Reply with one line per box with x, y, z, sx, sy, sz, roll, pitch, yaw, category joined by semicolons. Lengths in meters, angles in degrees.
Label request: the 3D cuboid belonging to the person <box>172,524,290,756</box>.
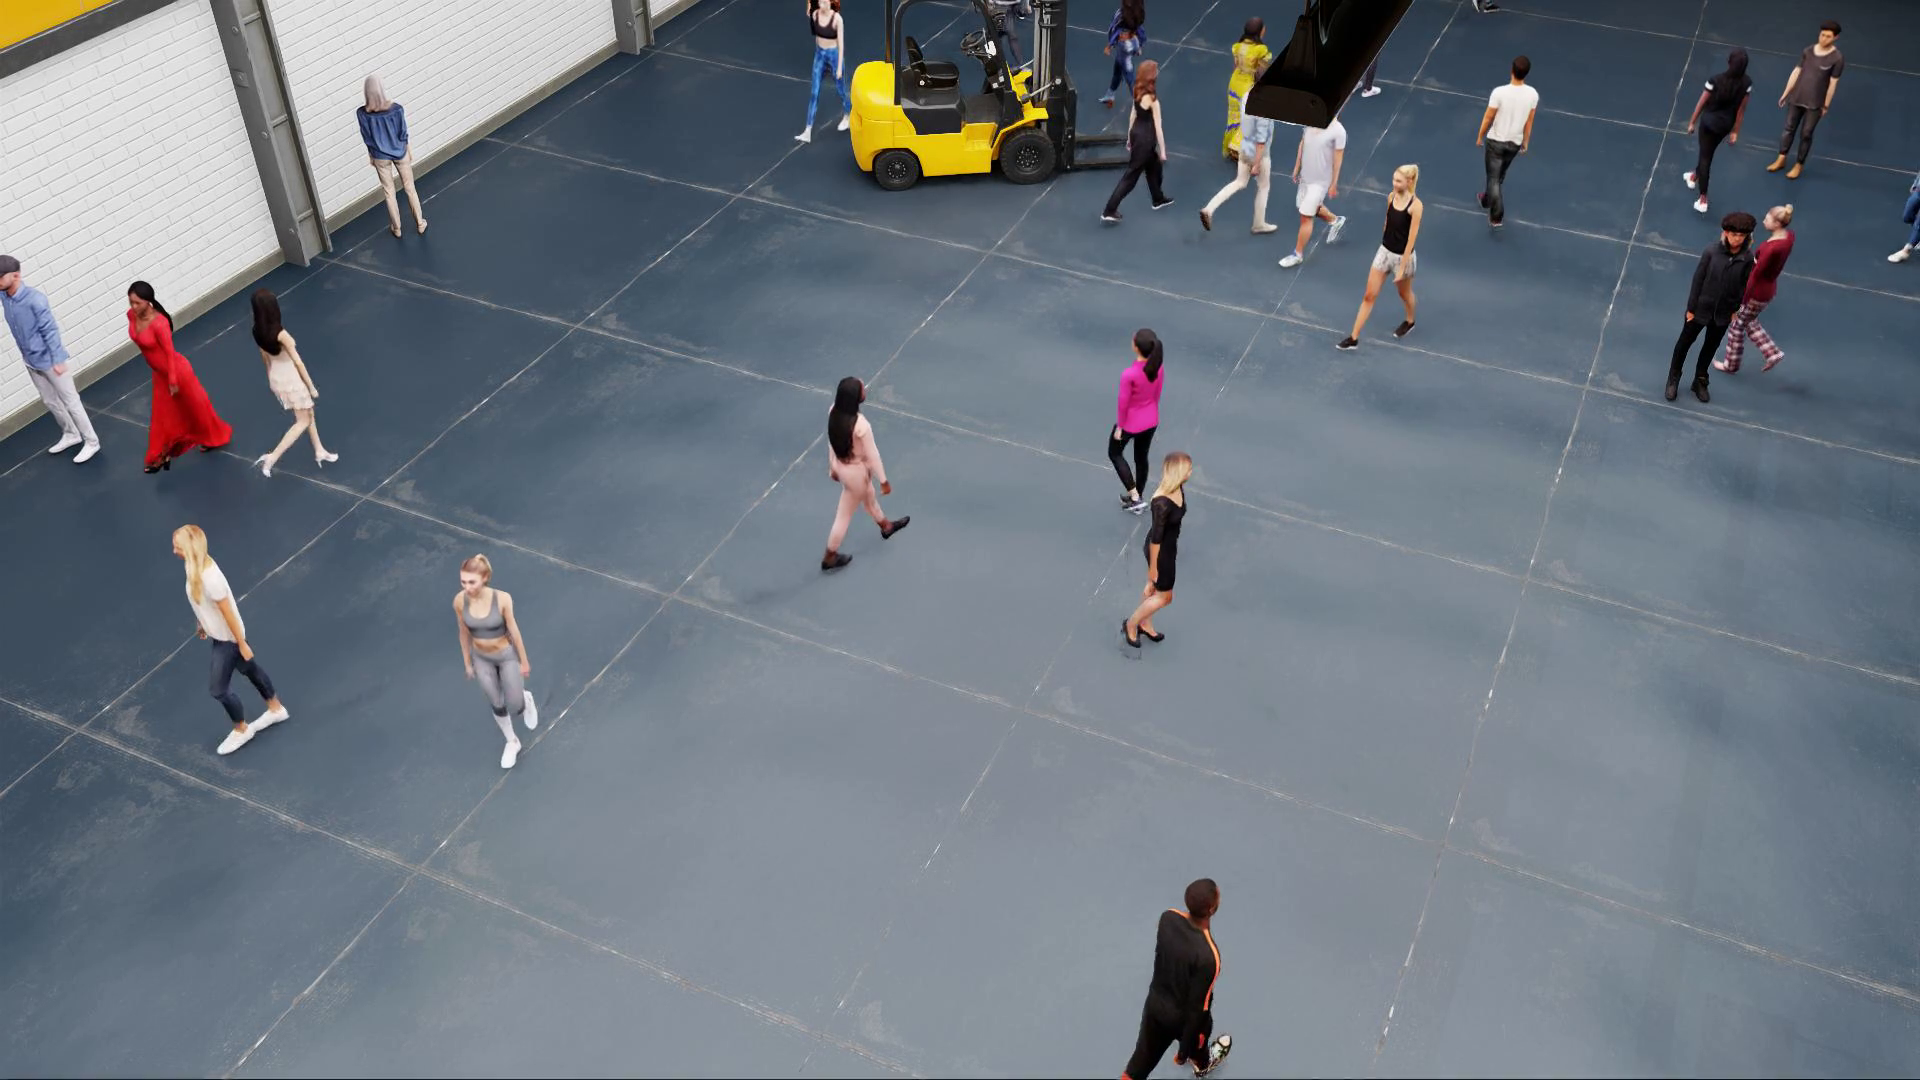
-4.853;0.604;11.205;0.893;1.796;0.816;-25;45;-28;person

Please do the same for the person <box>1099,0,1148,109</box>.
1.972;-5.602;19.145;0.827;1.585;1.009;28;47;31;person

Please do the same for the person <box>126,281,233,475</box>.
-6.454;-1.415;13.780;0.681;1.748;1.057;21;43;24;person

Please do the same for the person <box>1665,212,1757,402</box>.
6.580;-2.058;14.550;0.692;1.781;0.700;5;39;6;person

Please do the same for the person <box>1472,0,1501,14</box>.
6.978;-7.584;21.746;0.865;1.435;0.788;-16;41;-19;person

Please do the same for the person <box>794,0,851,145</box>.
-1.406;-5.368;18.743;0.656;1.732;1.204;21;43;24;person

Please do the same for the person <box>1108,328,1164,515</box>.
1.454;-0.882;13.156;0.723;1.693;0.792;-22;44;-25;person

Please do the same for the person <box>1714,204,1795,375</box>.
7.182;-2.183;14.777;0.860;1.693;0.805;29;47;31;person

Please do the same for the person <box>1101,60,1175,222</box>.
1.800;-4.054;17.113;1.222;1.701;1.059;-19;42;-22;person

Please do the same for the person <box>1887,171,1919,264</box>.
9.708;-3.459;16.554;0.849;1.470;0.800;-9;40;-11;person

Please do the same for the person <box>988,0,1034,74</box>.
0.504;-6.508;20.188;1.146;1.700;0.942;-29;47;-31;person

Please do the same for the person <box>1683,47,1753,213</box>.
7.907;-4.258;17.383;0.904;1.684;1.243;4;39;5;person

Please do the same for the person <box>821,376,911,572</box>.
-0.889;-0.449;12.617;1.177;1.680;0.984;-23;44;-26;person

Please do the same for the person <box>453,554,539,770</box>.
-3.067;0.755;11.101;0.734;1.690;0.859;2;39;2;person

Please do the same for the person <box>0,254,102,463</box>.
-7.602;-1.524;13.797;0.631;1.887;0.544;16;41;19;person

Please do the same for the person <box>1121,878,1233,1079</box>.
1.075;2.569;8.788;1.281;1.742;0.996;-23;44;-26;person

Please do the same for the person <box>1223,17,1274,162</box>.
3.091;-4.877;18.198;1.005;1.645;0.918;-24;44;-27;person

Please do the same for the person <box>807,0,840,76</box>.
-1.661;-6.549;20.294;0.658;1.631;0.922;7;39;9;person

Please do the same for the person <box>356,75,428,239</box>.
-5.806;-3.914;16.945;0.706;1.702;0.765;-13;40;-16;person

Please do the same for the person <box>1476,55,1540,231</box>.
5.595;-4.039;17.049;0.998;1.769;1.240;-1;39;-2;person

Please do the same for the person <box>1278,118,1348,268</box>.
3.594;-3.625;16.469;1.219;1.835;1.078;-21;43;-24;person

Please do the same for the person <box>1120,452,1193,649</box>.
1.408;0.094;11.953;0.702;1.660;0.578;17;42;21;person

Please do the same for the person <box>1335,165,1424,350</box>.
4.062;-2.598;15.220;1.270;1.788;1.023;-23;44;-26;person

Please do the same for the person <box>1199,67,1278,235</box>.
2.879;-3.896;16.821;1.140;1.820;1.087;-11;40;-14;person

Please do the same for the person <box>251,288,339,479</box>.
-5.535;-1.215;13.548;0.705;1.714;0.961;25;45;28;person

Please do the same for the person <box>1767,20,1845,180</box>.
9.232;-4.821;18.066;0.760;1.712;0.741;-24;45;-27;person
